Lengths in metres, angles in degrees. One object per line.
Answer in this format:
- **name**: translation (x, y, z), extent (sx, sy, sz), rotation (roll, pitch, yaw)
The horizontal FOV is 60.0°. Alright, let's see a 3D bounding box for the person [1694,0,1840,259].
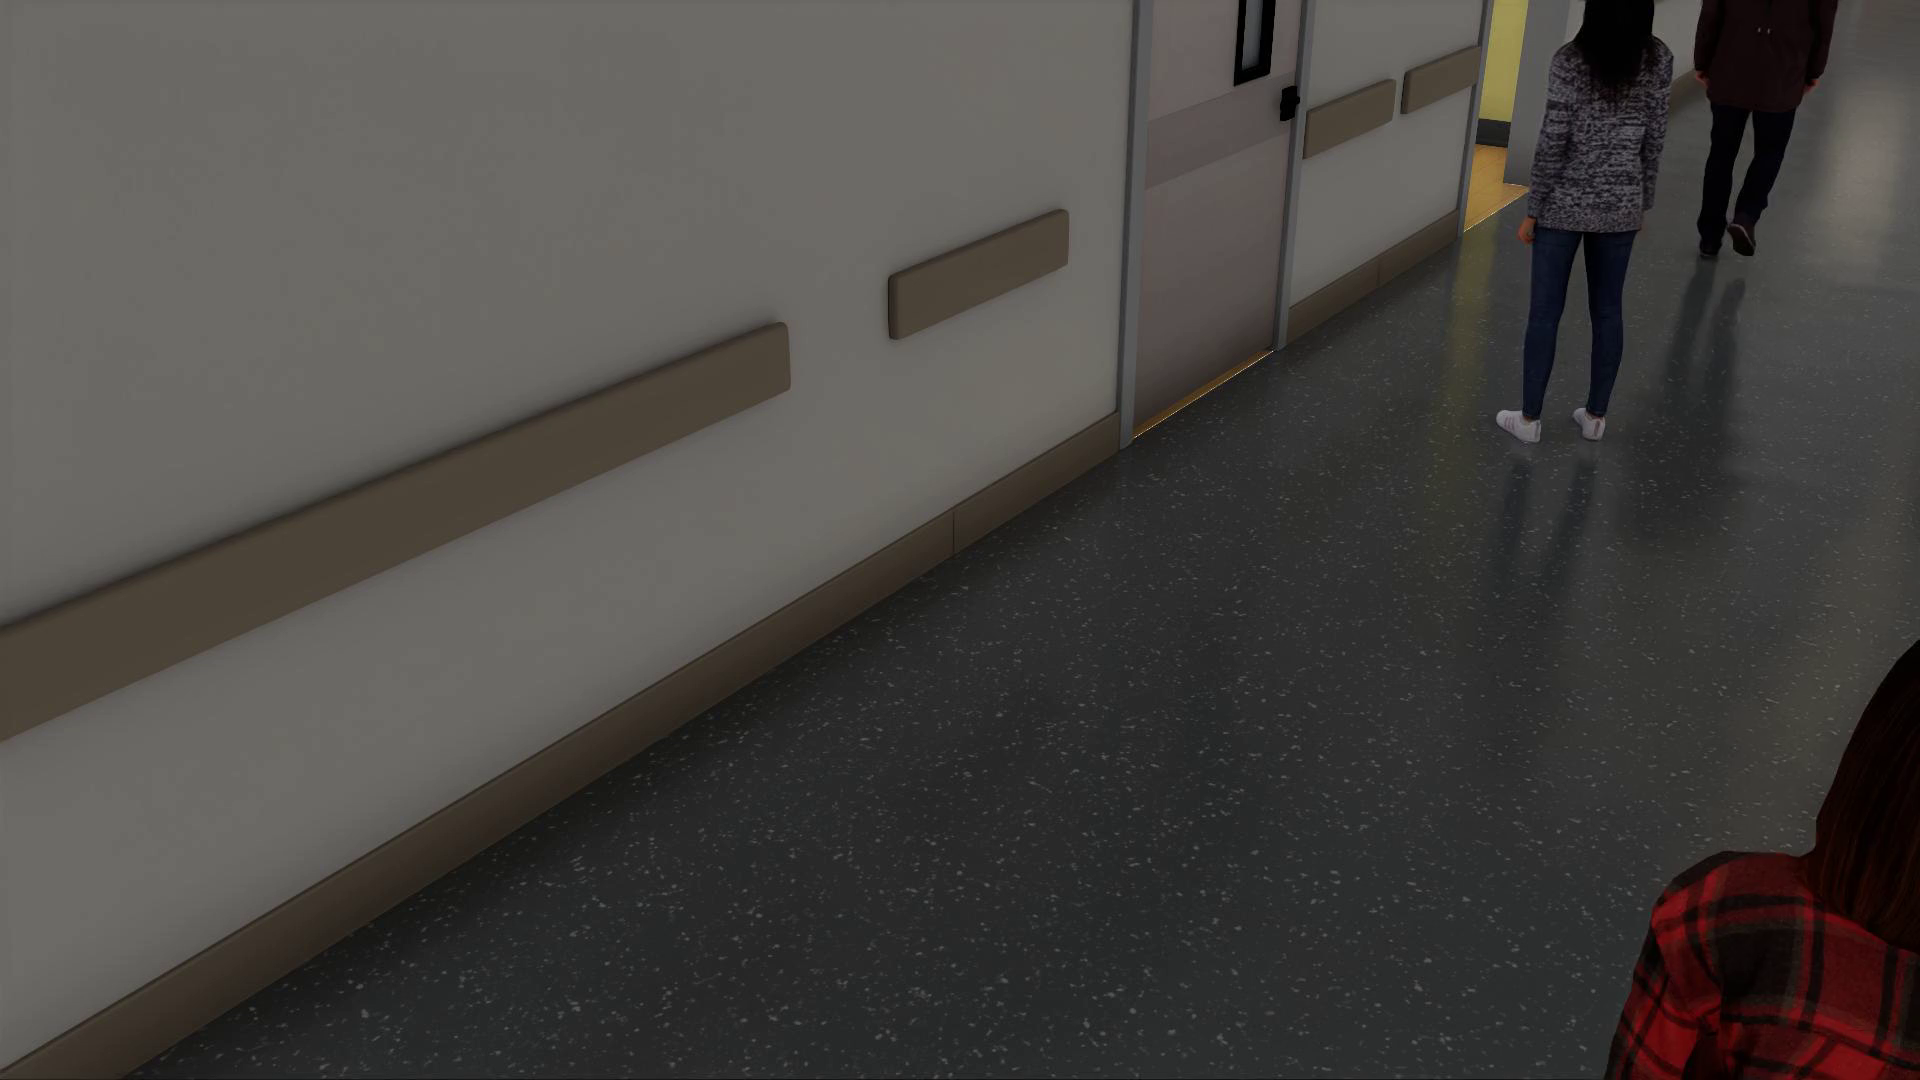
- **person**: translation (3.788, -2.218, 7.925), extent (0.752, 1.832, 0.852), rotation (14, 29, 26)

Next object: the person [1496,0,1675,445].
- **person**: translation (2.228, -1.189, 5.904), extent (0.661, 1.734, 0.749), rotation (-1, 26, -3)
